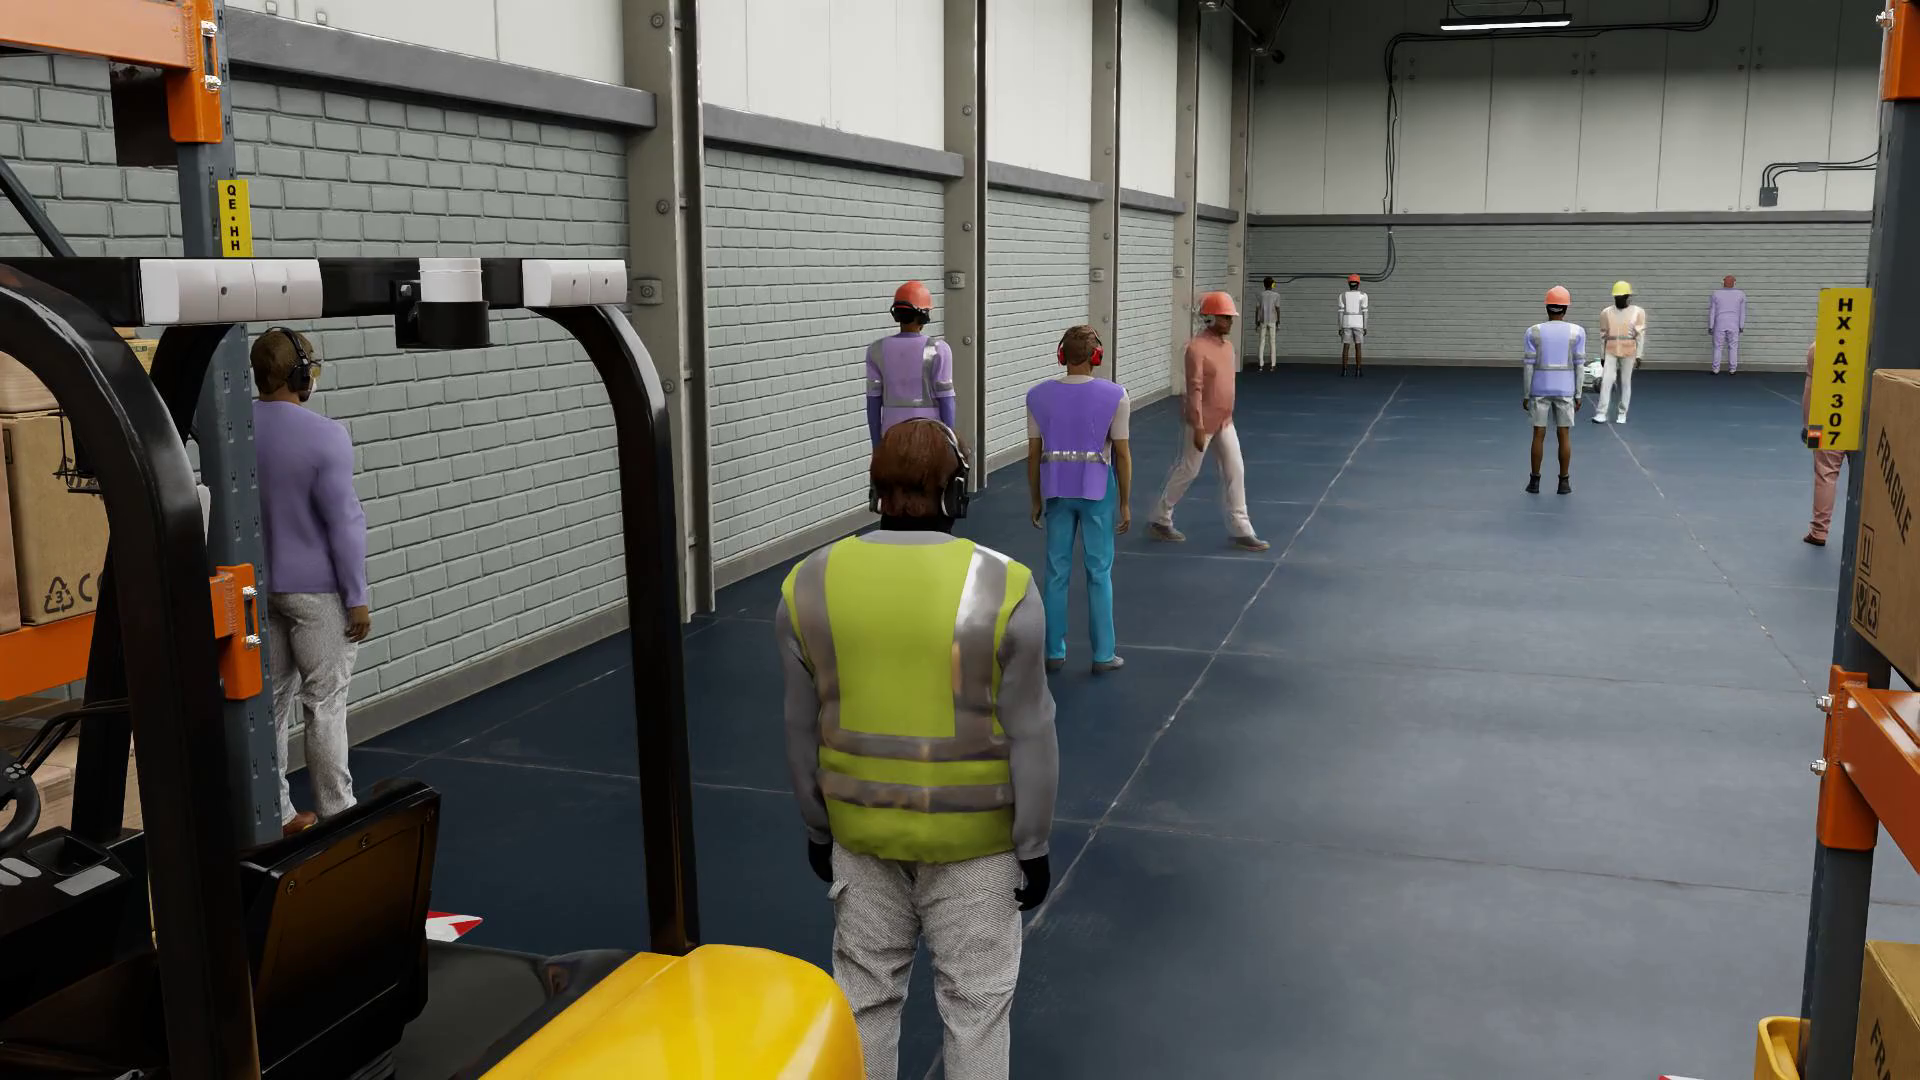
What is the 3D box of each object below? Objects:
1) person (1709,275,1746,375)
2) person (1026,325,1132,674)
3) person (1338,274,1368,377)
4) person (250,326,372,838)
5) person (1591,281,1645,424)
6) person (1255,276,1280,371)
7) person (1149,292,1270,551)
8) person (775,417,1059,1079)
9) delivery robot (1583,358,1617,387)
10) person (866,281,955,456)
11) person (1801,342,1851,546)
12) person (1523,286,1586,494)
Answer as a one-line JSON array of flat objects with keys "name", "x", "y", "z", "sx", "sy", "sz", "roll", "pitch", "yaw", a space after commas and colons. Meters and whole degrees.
[{"name": "person", "x": 14.599, "y": -4.088, "z": 31.685, "sx": 0.640, "sy": 1.909, "sz": 0.409, "roll": 3, "pitch": 10, "yaw": 17}, {"name": "person", "x": 0.621, "y": -0.203, "z": 8.746, "sx": 0.564, "sy": 1.839, "sz": 0.390, "roll": 3, "pitch": 10, "yaw": 17}, {"name": "person", "x": 7.371, "y": -4.021, "z": 31.213, "sx": 0.542, "sy": 1.931, "sz": 0.366, "roll": 3, "pitch": 10, "yaw": 17}, {"name": "person", "x": -2.425, "y": 0.196, "z": 6.077, "sx": 0.629, "sy": 1.940, "sz": 0.373, "roll": 3, "pitch": 10, "yaw": 17}, {"name": "person", "x": 8.732, "y": -2.465, "z": 22.049, "sx": 0.612, "sy": 1.890, "sz": 0.892, "roll": 7, "pitch": 12, "yaw": 36}, {"name": "person", "x": 6.115, "y": -4.296, "z": 33.032, "sx": 0.508, "sy": 1.872, "sz": 0.329, "roll": 3, "pitch": 10, "yaw": 17}, {"name": "person", "x": 1.869, "y": -0.908, "z": 12.636, "sx": 1.008, "sy": 1.950, "sz": 0.635, "roll": 9, "pitch": 13, "yaw": 42}, {"name": "person", "x": -0.078, "y": 0.645, "z": 3.705, "sx": 0.624, "sy": 1.840, "sz": 0.429, "roll": 3, "pitch": 10, "yaw": 17}, {"name": "delivery robot", "x": 10.575, "y": -2.772, "z": 27.583, "sx": 0.707, "sy": 0.478, "sz": 0.477, "roll": -7, "pitch": 12, "yaw": -37}, {"name": "person", "x": -0.312, "y": -0.667, "z": 10.908, "sx": 0.606, "sy": 2.044, "sz": 0.374, "roll": 3, "pitch": 10, "yaw": 17}, {"name": "person", "x": 6.744, "y": -0.892, "z": 12.654, "sx": 0.640, "sy": 1.909, "sz": 0.409, "roll": 3, "pitch": 10, "yaw": 17}, {"name": "person", "x": 5.533, "y": -1.392, "z": 15.534, "sx": 0.542, "sy": 1.938, "sz": 0.357, "roll": 3, "pitch": 10, "yaw": 17}]
